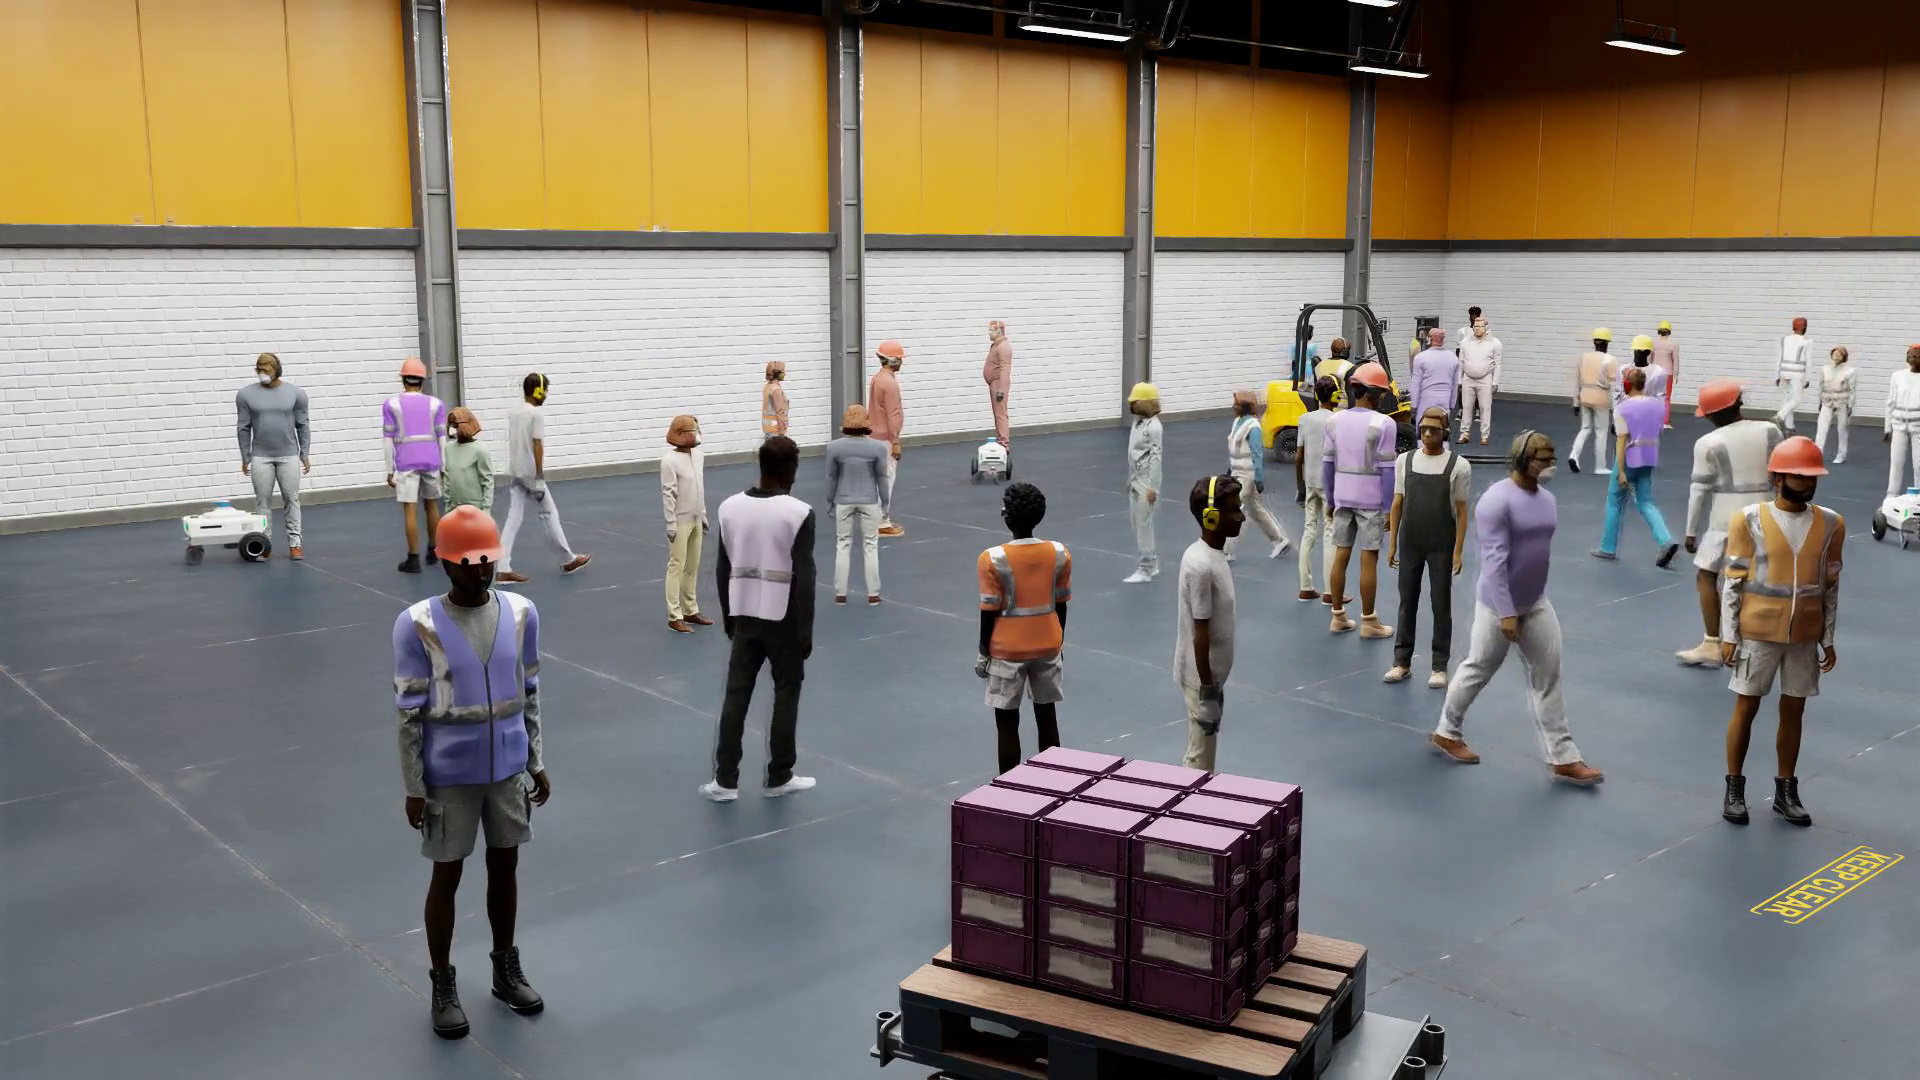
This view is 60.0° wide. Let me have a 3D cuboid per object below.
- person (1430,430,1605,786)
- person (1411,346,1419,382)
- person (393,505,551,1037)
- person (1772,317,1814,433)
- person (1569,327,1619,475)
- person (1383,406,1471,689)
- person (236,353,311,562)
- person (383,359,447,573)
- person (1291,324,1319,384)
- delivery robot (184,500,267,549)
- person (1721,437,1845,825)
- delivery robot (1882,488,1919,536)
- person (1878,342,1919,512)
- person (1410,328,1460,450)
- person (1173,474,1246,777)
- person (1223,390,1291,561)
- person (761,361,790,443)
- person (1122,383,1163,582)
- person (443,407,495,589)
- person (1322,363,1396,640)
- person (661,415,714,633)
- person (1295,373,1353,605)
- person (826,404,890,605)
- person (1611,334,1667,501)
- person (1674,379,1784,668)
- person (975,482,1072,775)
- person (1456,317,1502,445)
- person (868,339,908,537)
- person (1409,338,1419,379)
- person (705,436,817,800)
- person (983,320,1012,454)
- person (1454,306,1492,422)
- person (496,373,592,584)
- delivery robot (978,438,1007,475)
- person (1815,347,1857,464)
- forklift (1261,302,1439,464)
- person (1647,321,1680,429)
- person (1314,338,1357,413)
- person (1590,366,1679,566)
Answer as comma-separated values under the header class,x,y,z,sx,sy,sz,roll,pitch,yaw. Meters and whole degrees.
class,x,y,z,sx,sy,sz,roll,pitch,yaw
person,3.016,0.353,8.987,0.642,1.897,0.984,-6,11,-32
person,6.980,-2.344,25.110,0.315,1.770,0.524,-2,10,-10
person,-1.750,0.826,6.051,0.551,1.935,0.375,-8,12,-38
person,13.086,-2.577,26.217,0.743,1.865,0.587,-5,11,-29
person,8.167,-1.774,21.343,0.601,1.915,0.592,-7,12,-34
person,3.056,0.046,10.889,0.508,1.847,0.345,6,11,31
person,-6.324,-0.764,15.374,0.628,1.934,0.374,-3,10,-17
person,-4.896,-0.670,14.996,0.545,1.892,0.697,-5,11,-28
person,5.800,-2.746,27.707,0.484,1.683,0.540,-5,11,-29
delivery robot,-6.794,-0.125,15.386,0.707,0.478,0.477,-4,11,-24
person,4.062,0.453,8.231,0.552,1.939,0.355,1,10,7
delivery robot,9.266,-0.267,16.198,0.477,0.478,0.707,3,9,13
person,10.381,-1.214,18.149,0.341,1.883,0.580,-7,12,-36
person,6.034,-1.746,21.240,0.648,1.901,0.397,-3,10,-16
person,1.107,0.638,7.343,0.327,1.874,0.521,1,10,8
person,2.689,-0.593,15.344,0.810,1.605,0.508,-1,10,-4
person,-2.090,-1.210,18.841,0.309,1.638,0.522,-4,10,-22
person,1.568,-0.487,14.387,0.388,1.741,0.508,-3,10,-15
person,-3.898,-0.241,13.186,0.502,1.632,0.277,6,11,32
person,2.965,-0.284,12.272,0.404,2.033,0.608,-8,13,-40
person,-2.060,-0.130,12.531,0.280,1.634,0.507,4,11,23
person,2.951,-0.412,13.493,0.335,1.873,0.521,-8,13,-41
person,-0.824,-0.279,13.431,0.519,1.629,0.280,0,10,2
person,7.706,-1.370,18.929,0.587,1.930,0.360,9,13,42
person,5.305,-0.102,11.374,0.716,1.987,0.405,0,10,1
person,0.314,0.553,8.348,0.536,1.700,0.318,-5,11,-28
person,7.730,-2.369,24.849,0.646,1.908,0.408,6,11,30
person,-0.716,-1.027,16.769,0.408,1.985,0.617,-3,10,-16
person,7.175,-2.465,25.603,0.429,1.840,0.634,-3,10,-20
person,-1.050,0.420,8.607,0.645,1.898,0.515,4,11,24
person,0.528,-2.163,23.646,0.407,1.904,0.655,-1,10,-5
person,8.735,-2.999,28.358,0.603,1.966,0.367,4,10,22
person,-3.671,-0.537,14.453,0.592,1.794,0.985,8,12,39
delivery robot,0.399,-1.032,20.695,0.477,0.478,0.707,0,10,-1
person,11.748,-1.792,22.357,0.853,1.586,0.539,-7,12,-37
forklift,5.320,-2.157,22.763,2.313,2.155,1.214,3,10,16
person,11.432,-2.681,27.091,0.533,1.766,0.316,7,12,37
person,4.536,-1.502,19.958,0.429,1.842,0.636,-7,12,-34
person,6.206,-0.674,15.202,0.566,1.819,0.812,-4,10,-21
